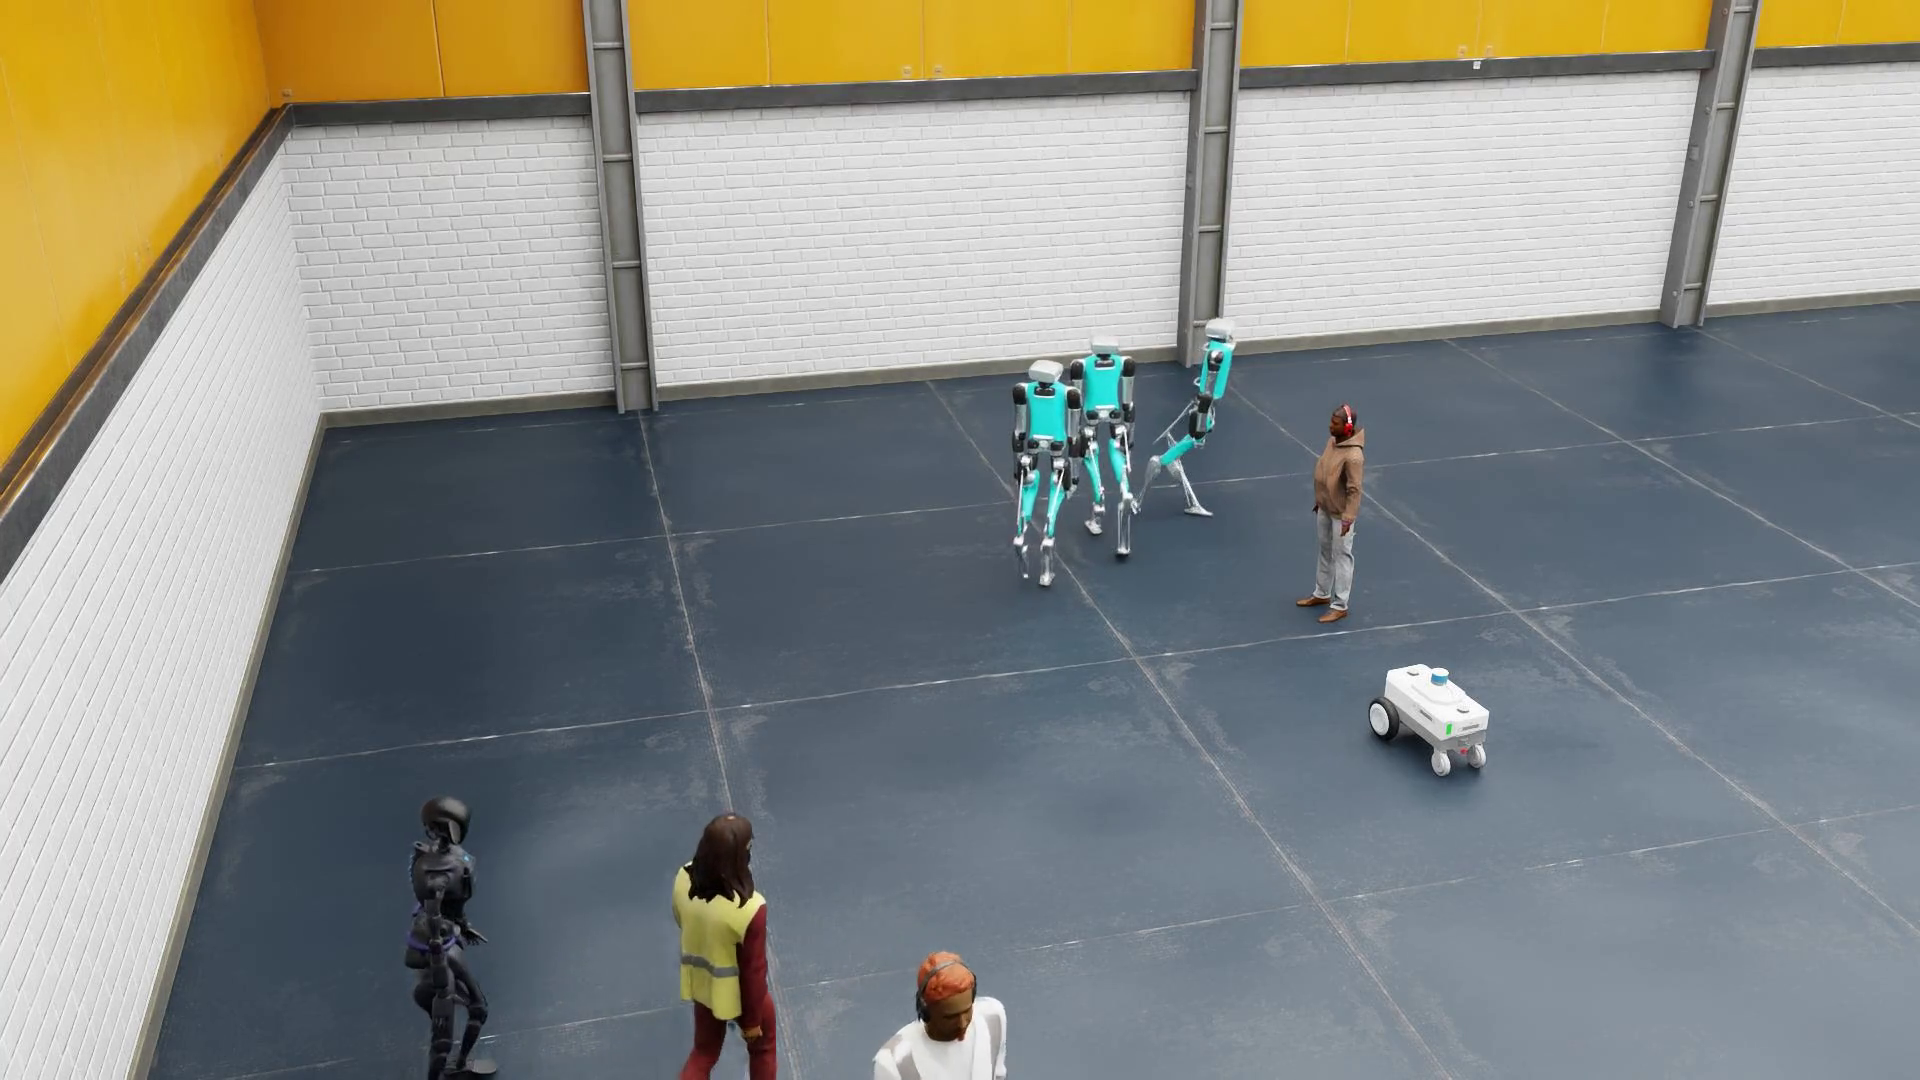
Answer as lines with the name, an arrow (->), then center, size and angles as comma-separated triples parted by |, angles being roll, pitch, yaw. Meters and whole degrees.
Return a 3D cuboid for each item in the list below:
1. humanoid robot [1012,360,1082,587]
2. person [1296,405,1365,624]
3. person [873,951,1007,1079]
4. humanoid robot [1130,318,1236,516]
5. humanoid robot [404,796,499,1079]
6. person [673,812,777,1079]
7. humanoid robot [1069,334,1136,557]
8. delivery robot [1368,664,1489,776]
humanoid robot -> 0.593, -0.408, 12.491 | 0.546, 1.814, 0.670 | 8, 25, 17
person -> 2.746, -0.200, 12.095 | 0.331, 1.651, 0.461 | -7, 25, -16
person -> -0.054, 2.299, 6.142 | 0.596, 1.883, 0.428 | -18, 29, -34
humanoid robot -> 1.781, -0.987, 13.821 | 0.938, 1.806, 0.549 | 8, 25, 17
humanoid robot -> -2.327, 1.845, 7.432 | 0.466, 1.632, 0.601 | -3, 24, -7
person -> -1.025, 1.950, 7.103 | 0.470, 1.745, 0.796 | 13, 27, 27
humanoid robot -> 1.177, -0.675, 13.119 | 0.530, 1.761, 1.010 | -3, 24, -8
delivery robot -> 2.990, 1.092, 10.549 | 0.499, 0.614, 0.791 | -9, 25, -19
